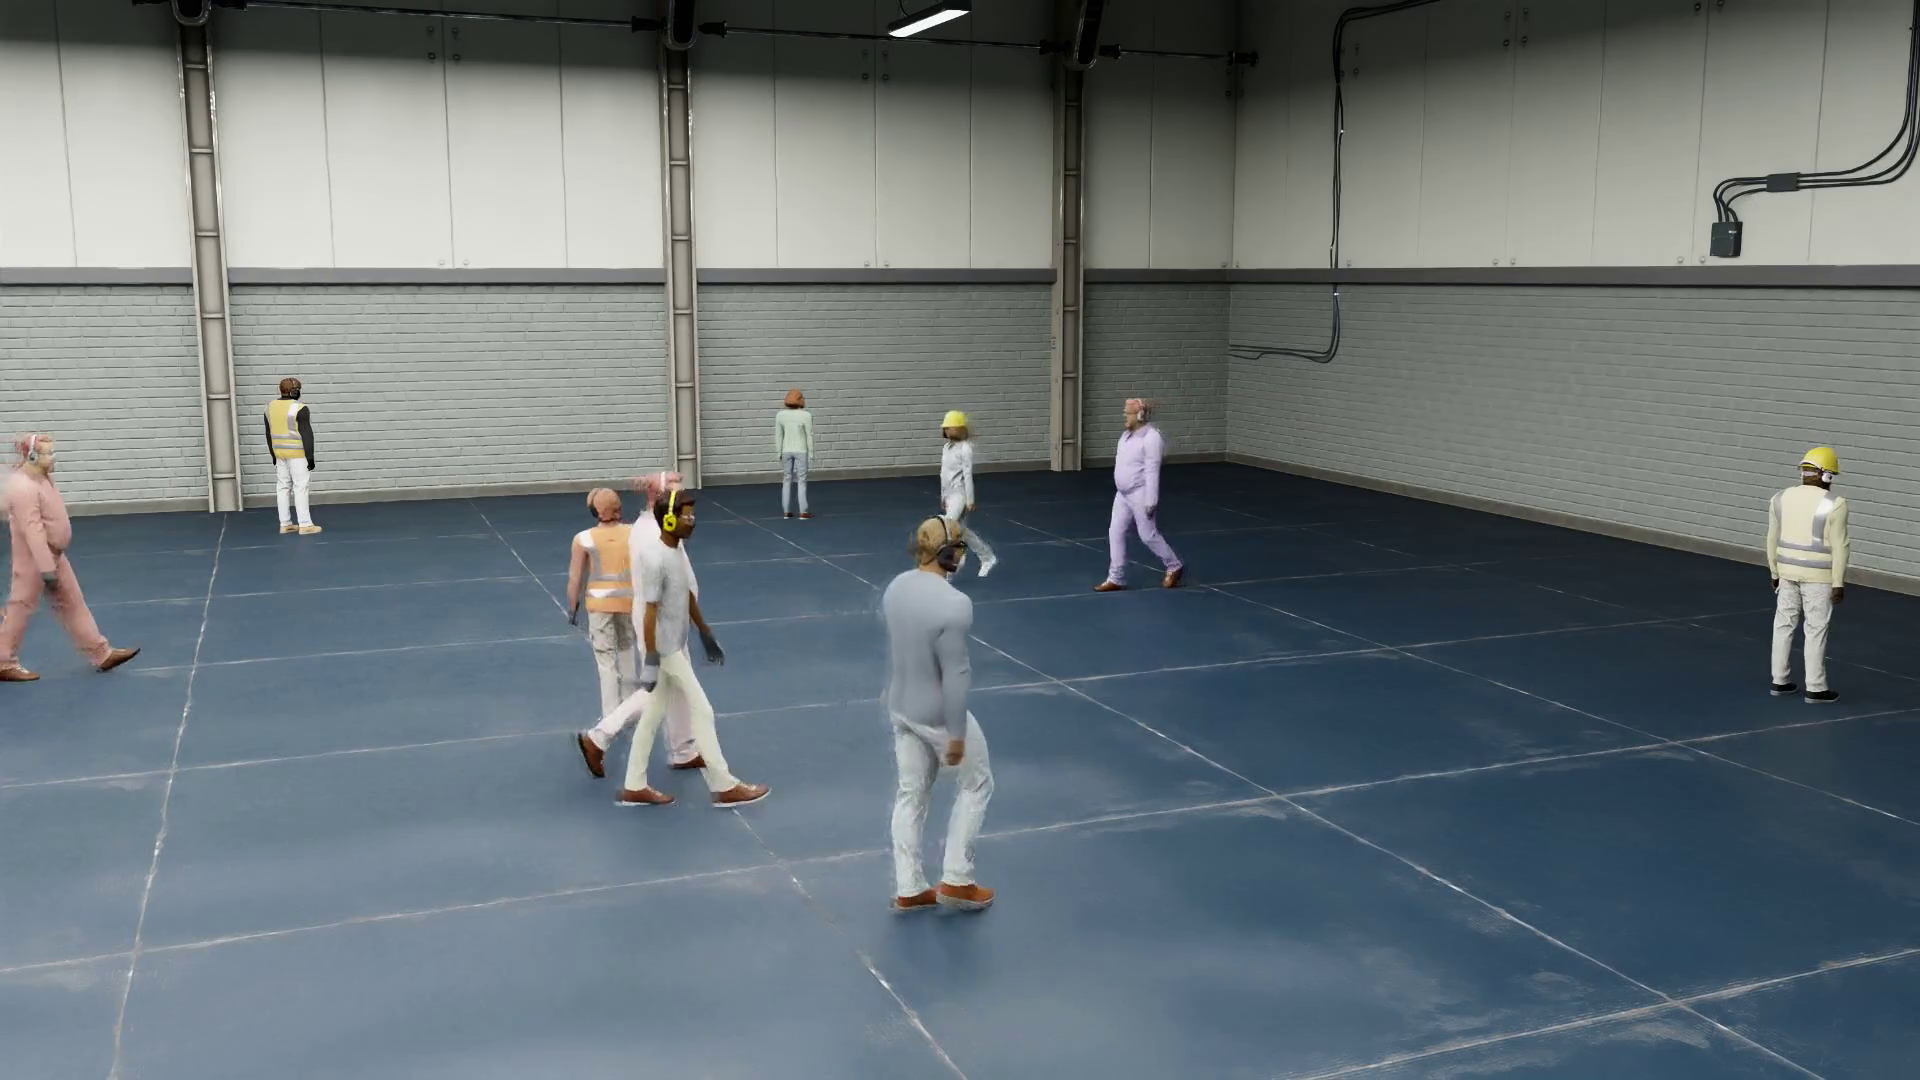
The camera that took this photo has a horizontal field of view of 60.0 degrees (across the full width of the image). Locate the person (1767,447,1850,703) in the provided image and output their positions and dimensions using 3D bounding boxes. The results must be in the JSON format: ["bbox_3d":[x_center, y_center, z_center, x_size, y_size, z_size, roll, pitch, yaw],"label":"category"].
[{"bbox_3d":[6.054,0.245,11.865,0.404,1.821,0.591,-5,10,-28],"label":"person"}]

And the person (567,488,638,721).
[{"bbox_3d":[-2.367,0.450,11.146,0.548,1.624,0.479,-5,10,-29],"label":"person"}]

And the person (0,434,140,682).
[{"bbox_3d":[-6.778,0.136,12.432,0.999,1.850,0.676,-2,9,-12],"label":"person"}]

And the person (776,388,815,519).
[{"bbox_3d":[-2.047,-1.071,20.716,0.507,1.630,0.268,3,10,20],"label":"person"}]

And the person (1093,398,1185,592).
[{"bbox_3d":[1.746,-0.435,15.974,0.897,1.873,0.649,-5,10,-27],"label":"person"}]

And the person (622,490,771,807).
[{"bbox_3d":[-1.509,0.627,9.443,0.940,1.823,0.504,-1,9,-6],"label":"person"}]

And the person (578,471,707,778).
[{"bbox_3d":[-1.877,0.519,10.007,0.810,1.879,0.647,-2,9,-15],"label":"person"}]

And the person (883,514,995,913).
[{"bbox_3d":[-0.077,0.828,7.916,0.594,1.921,0.630,-7,12,-39],"label":"person"}]

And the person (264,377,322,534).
[{"bbox_3d":[-7.820,-0.985,19.525,0.633,1.841,0.429,4,10,22],"label":"person"}]

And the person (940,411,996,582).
[{"bbox_3d":[0.017,-0.435,16.472,0.805,1.716,0.489,-5,10,-27],"label":"person"}]
